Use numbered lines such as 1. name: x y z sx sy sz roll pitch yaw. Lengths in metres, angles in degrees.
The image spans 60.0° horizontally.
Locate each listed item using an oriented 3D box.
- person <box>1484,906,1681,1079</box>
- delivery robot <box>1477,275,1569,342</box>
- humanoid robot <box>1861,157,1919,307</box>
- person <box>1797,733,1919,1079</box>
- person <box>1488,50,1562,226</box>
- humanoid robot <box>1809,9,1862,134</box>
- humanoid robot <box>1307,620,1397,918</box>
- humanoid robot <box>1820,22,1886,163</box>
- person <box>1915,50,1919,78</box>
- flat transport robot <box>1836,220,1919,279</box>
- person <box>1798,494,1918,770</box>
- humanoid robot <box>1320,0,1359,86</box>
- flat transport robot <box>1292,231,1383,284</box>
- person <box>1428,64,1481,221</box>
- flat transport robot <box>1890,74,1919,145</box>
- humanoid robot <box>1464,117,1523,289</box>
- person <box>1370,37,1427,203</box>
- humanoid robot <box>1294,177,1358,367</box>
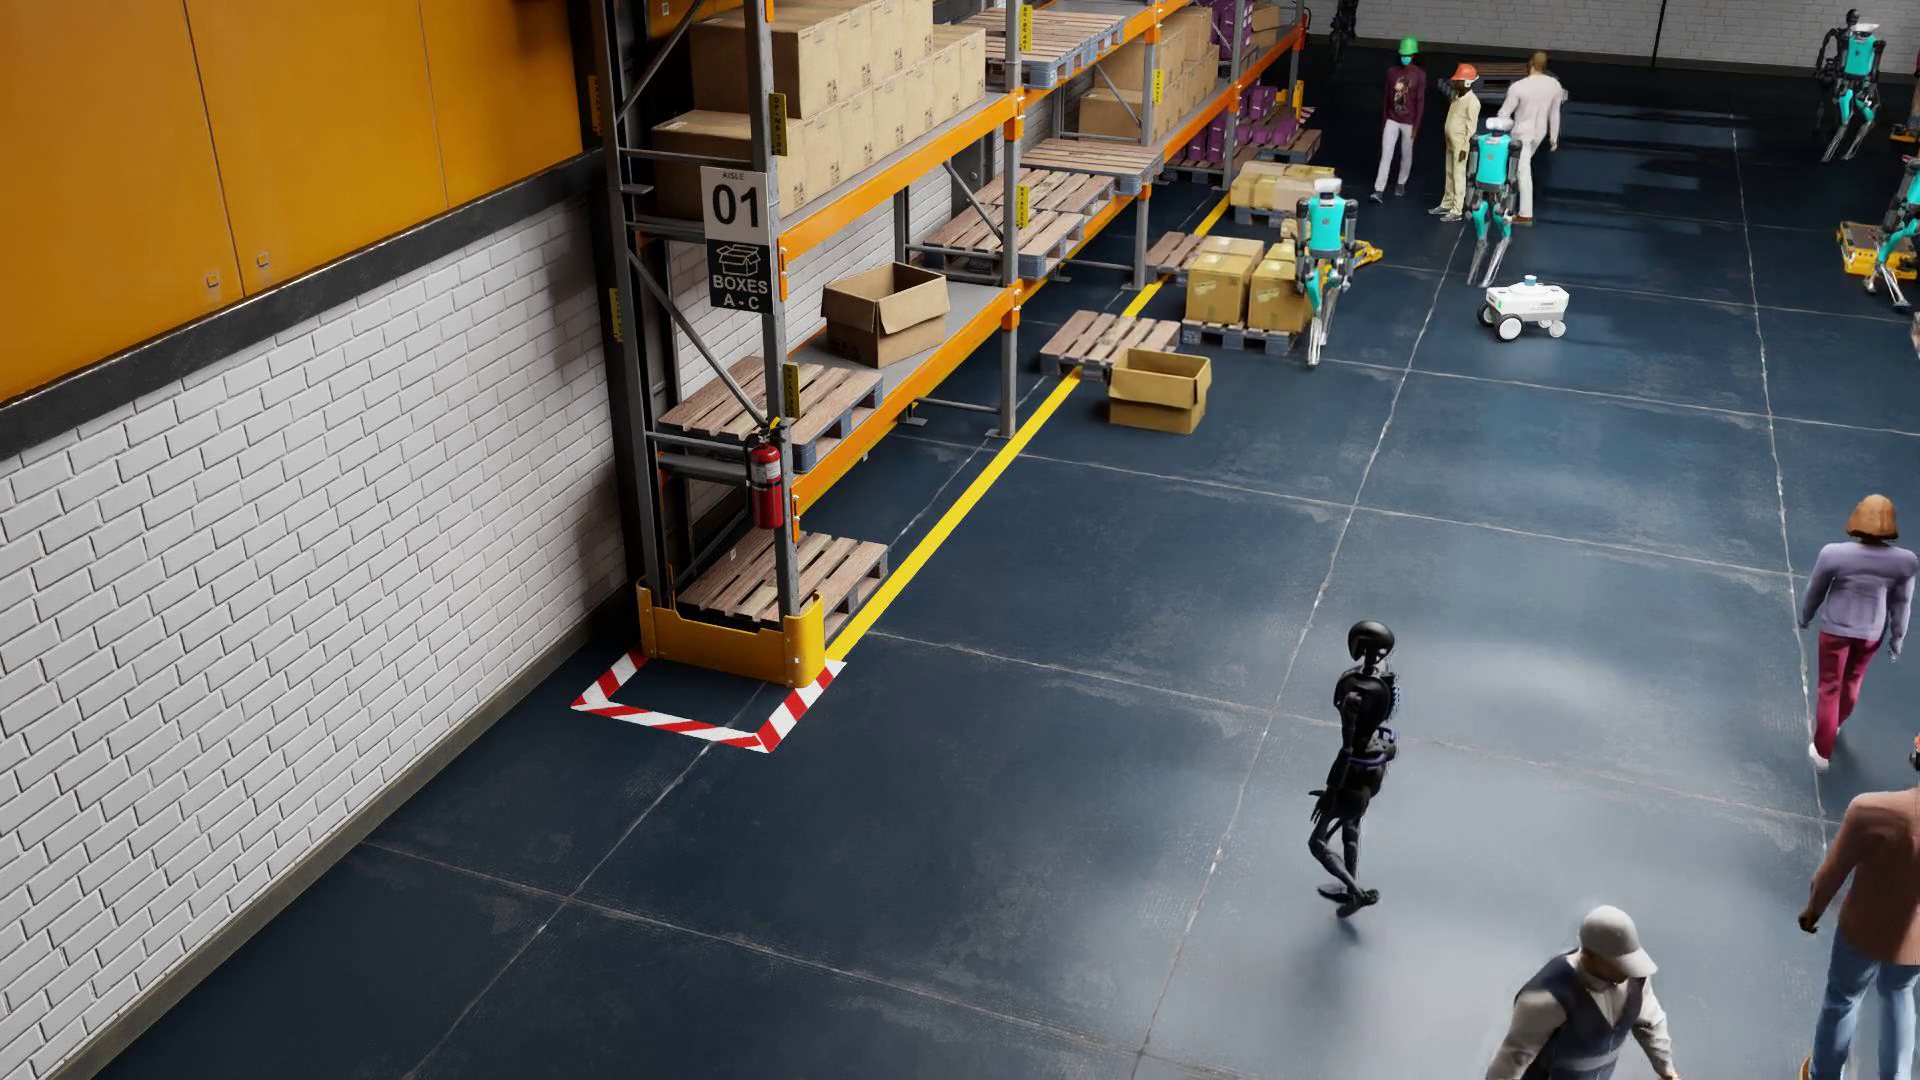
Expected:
1. person: 2.295 2.023 6.262 0.715 1.705 0.959 -16 32 -29
2. delivery robot: 5.328 -2.198 15.697 0.782 0.589 0.499 -3 27 -5
3. humanoid robot: 9.177 -3.138 16.250 0.531 1.728 1.035 -2 27 -4
4. person: 3.836 1.583 6.821 0.640 1.972 0.485 6 28 11
5. person: 6.352 -4.579 18.864 0.752 1.872 1.008 -8 28 -15
6. humanoid robot: 11.853 -6.322 22.495 0.614 1.641 0.413 16 31 27
7. humanoid robot: 1.925 1.104 8.064 0.361 1.647 0.585 14 30 25
8. humanoid robot: 11.485 -5.702 21.230 0.772 1.800 0.530 -20 33 -34
9. person: 13.124 -6.293 22.241 0.632 1.842 0.429 11 29 21
10. flat transport robot: 9.787 -3.102 17.768 0.659 0.231 1.431 10 29 19
11. person: 4.989 0.470 9.365 0.507 1.610 0.677 6 28 12
12. humanoid robot: 5.784 -7.714 25.185 0.409 1.645 0.614 23 35 37
13. flat transport robot: 3.799 -2.952 17.477 0.659 0.231 1.431 22 35 36
14. person: 5.636 -4.514 18.883 0.325 1.752 0.560 -3 27 -6
15. flat transport robot: 13.292 -5.425 22.273 1.431 0.231 0.659 15 31 27
16. humanoid robot: 5.378 -3.345 16.693 0.543 1.855 0.695 21 34 35
17. person: 5.169 -4.924 19.522 0.496 1.898 0.981 11 29 21
18. humanoid robot: 3.267 -2.444 14.932 0.557 1.756 1.046 7 28 13
